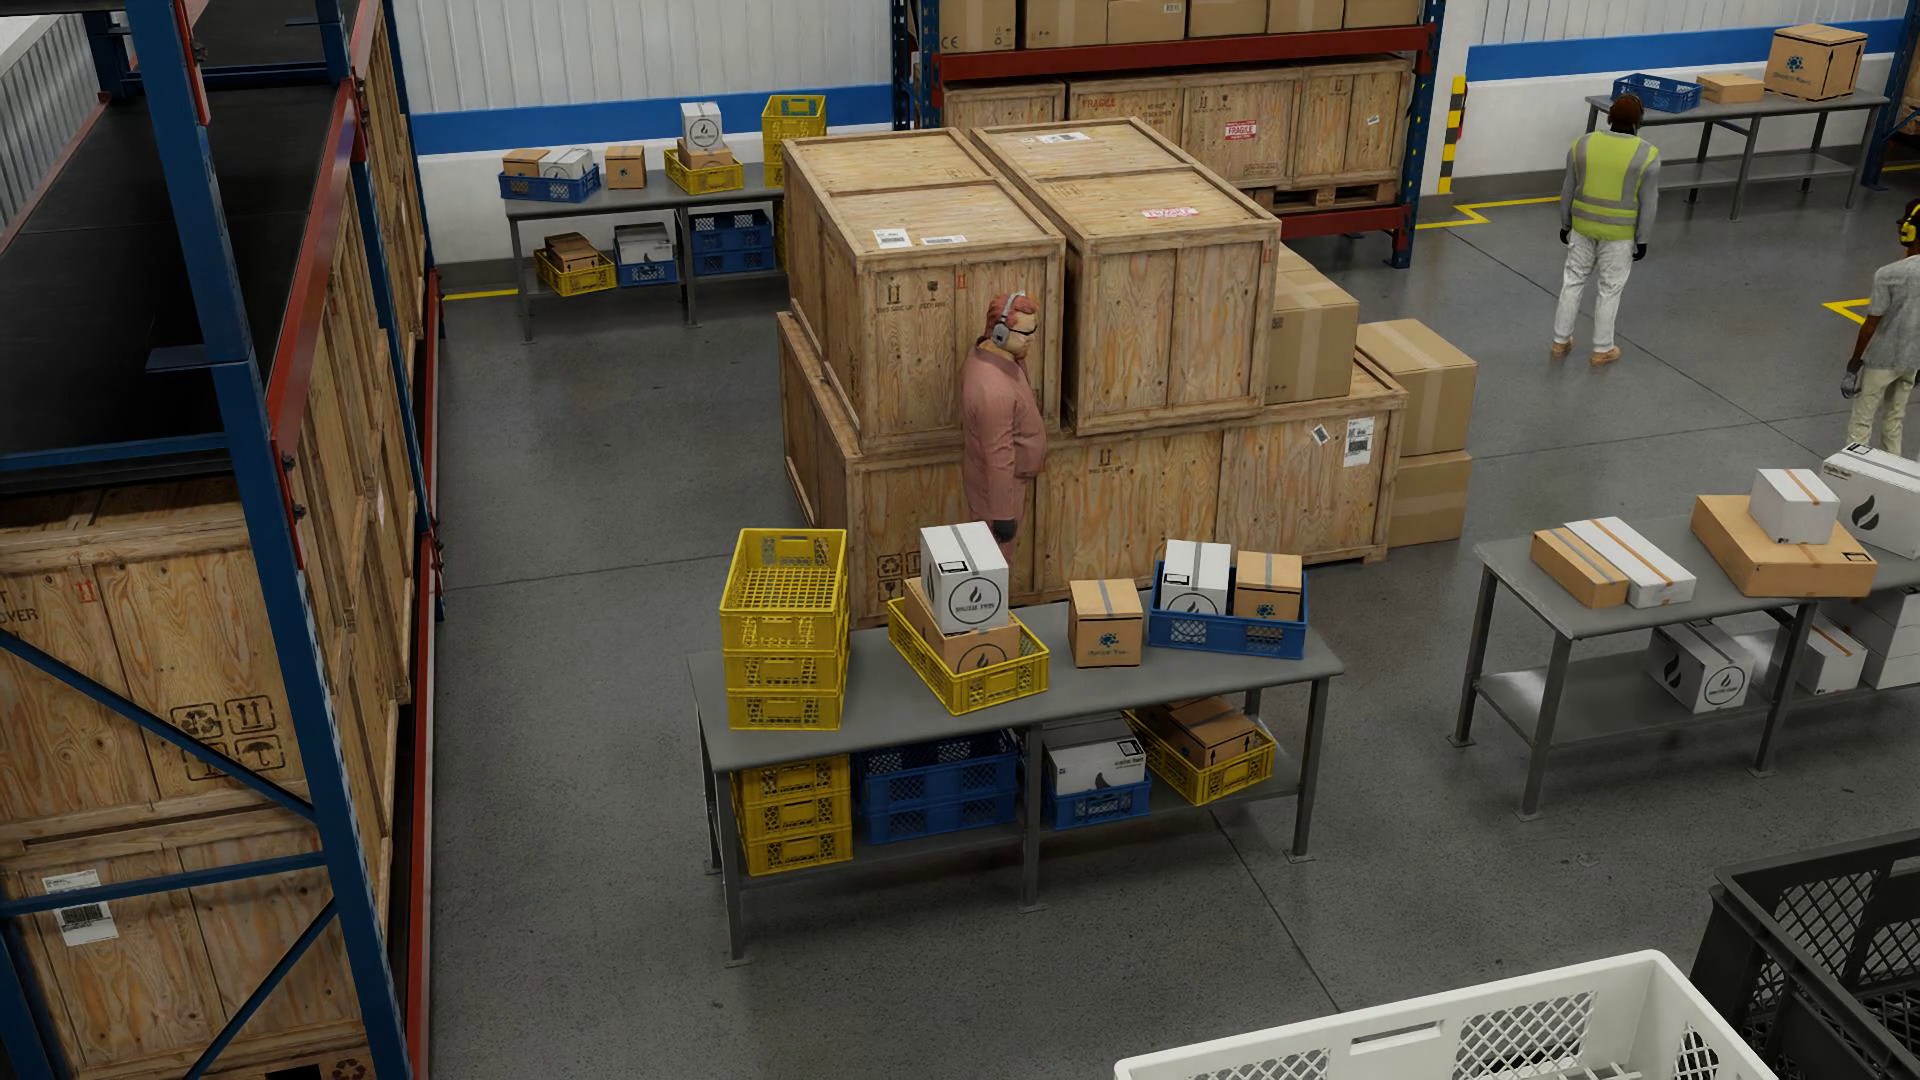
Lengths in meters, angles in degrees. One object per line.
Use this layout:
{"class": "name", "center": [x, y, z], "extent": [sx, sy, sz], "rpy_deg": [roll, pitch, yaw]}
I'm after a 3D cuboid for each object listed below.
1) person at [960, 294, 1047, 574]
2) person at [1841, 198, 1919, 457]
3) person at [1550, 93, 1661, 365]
{"class": "person", "center": [0.204, -0.260, 7.886], "extent": [0.400, 1.902, 0.643], "rpy_deg": [-1, 29, -2]}
{"class": "person", "center": [5.148, -0.973, 9.226], "extent": [0.503, 1.861, 0.327], "rpy_deg": [-5, 29, -9]}
{"class": "person", "center": [4.379, -2.103, 11.290], "extent": [0.633, 1.841, 0.429], "rpy_deg": [22, 36, 34]}
